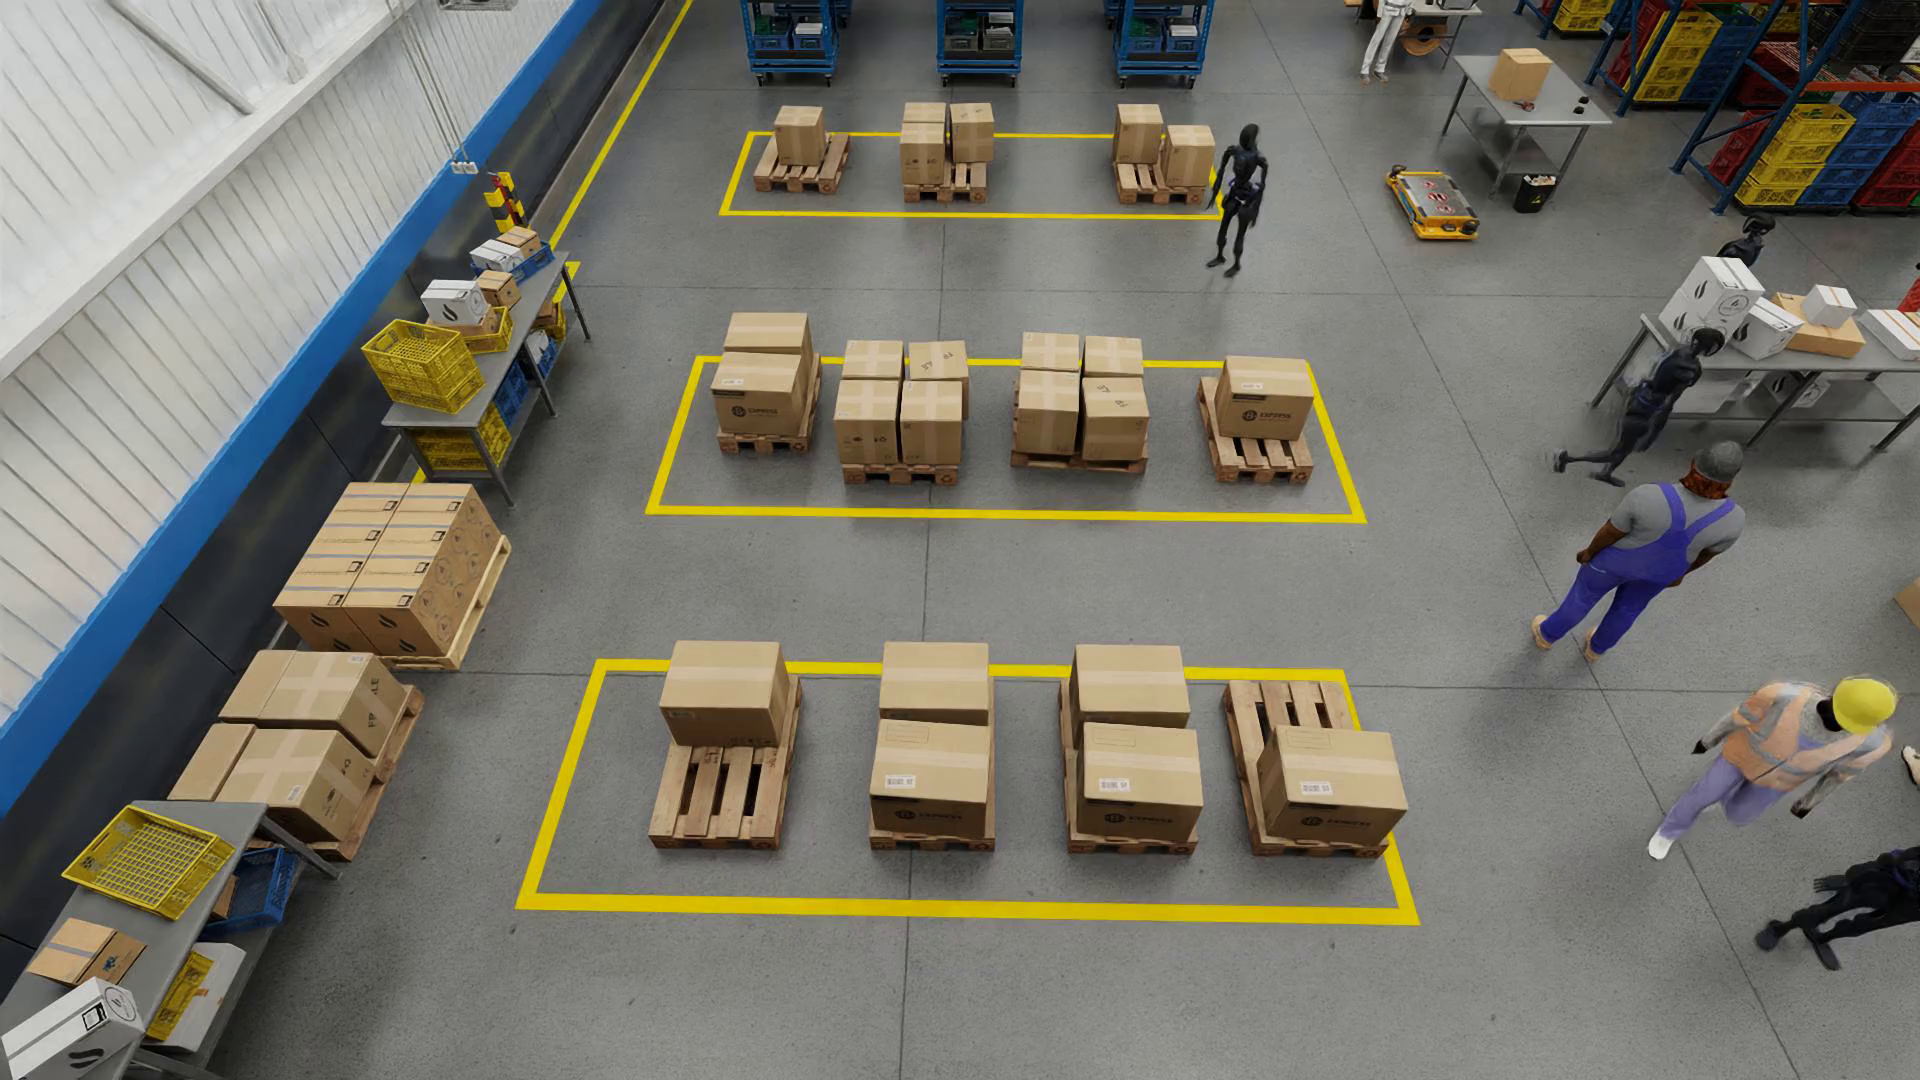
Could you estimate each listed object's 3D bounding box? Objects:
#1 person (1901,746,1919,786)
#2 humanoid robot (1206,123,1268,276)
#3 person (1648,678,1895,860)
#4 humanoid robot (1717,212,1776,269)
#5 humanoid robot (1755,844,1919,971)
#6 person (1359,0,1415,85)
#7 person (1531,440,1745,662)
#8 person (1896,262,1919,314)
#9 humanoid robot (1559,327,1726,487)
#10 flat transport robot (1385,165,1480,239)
[{"bbox_3d":[6.426,1.304,5.444,0.537,1.709,0.950,5,49,4],"label":"person"},{"bbox_3d":[2.933,-3.612,9.723,0.368,1.636,0.621,-33,57,-25],"label":"humanoid robot"},{"bbox_3d":[4.700,1.277,5.347,0.615,1.897,0.625,33,57,26],"label":"person"},{"bbox_3d":[6.997,-2.287,8.572,0.593,1.657,0.327,-23,53,-19],"label":"humanoid robot"},{"bbox_3d":[5.082,1.920,4.947,0.642,1.651,0.322,21,52,17],"label":"humanoid robot"},{"bbox_3d":[6.123,-7.444,12.910,0.574,1.882,0.356,-12,50,-10],"label":"person"},{"bbox_3d":[4.646,0.085,6.289,0.687,2.000,0.536,15,51,13],"label":"person"},{"bbox_3d":[9.551,-2.708,8.736,0.622,1.992,0.383,2,49,2],"label":"person"},{"bbox_3d":[5.583,-1.089,7.555,0.568,1.640,0.576,23,53,19],"label":"humanoid robot"},{"bbox_3d":[5.692,-4.094,11.059,0.652,0.197,1.431,1,49,1],"label":"flat transport robot"}]
